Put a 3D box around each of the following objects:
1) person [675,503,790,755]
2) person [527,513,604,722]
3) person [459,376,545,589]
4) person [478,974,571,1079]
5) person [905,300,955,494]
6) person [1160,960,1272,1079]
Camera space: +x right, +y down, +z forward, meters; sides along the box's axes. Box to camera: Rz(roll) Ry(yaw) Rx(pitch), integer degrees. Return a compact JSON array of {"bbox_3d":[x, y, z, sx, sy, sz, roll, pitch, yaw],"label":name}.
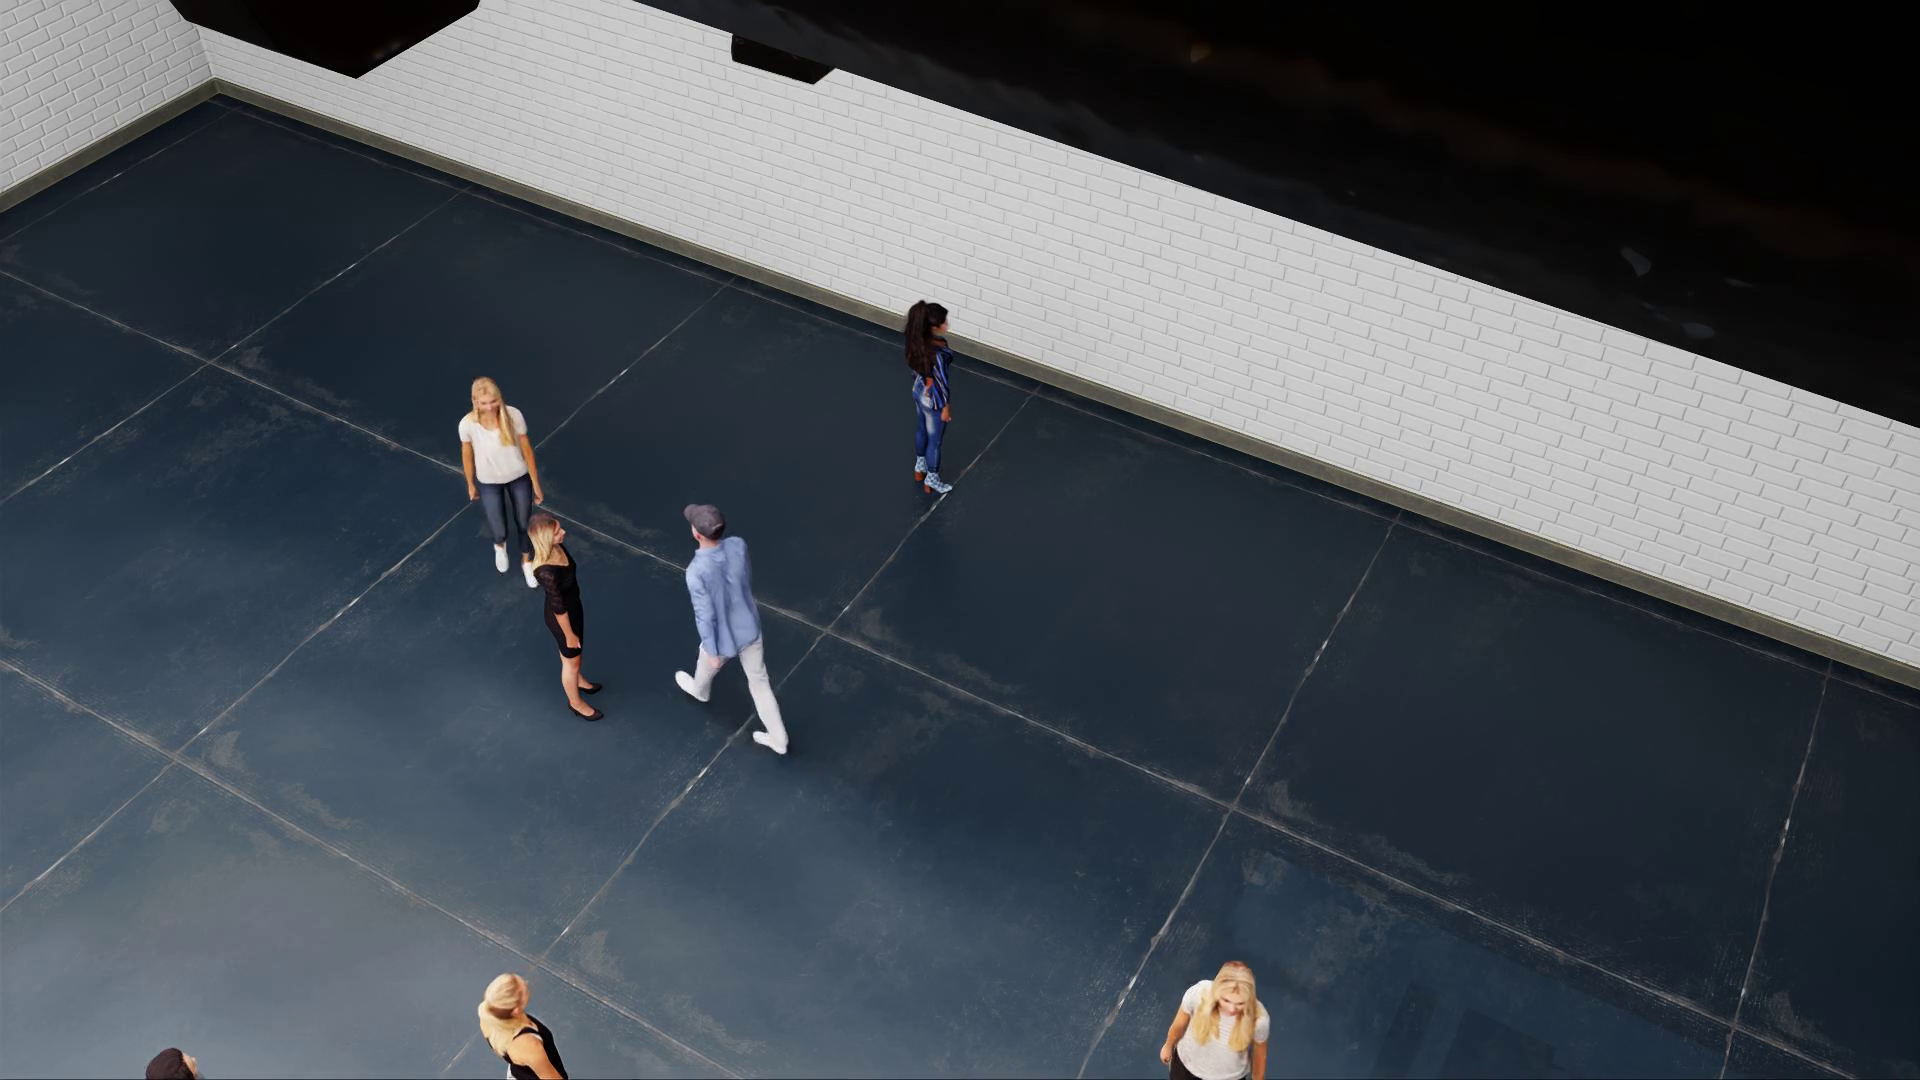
[{"bbox_3d":[-1.335,0.600,10.065,0.906,1.831,1.203,32,52,29],"label":"person"},{"bbox_3d":[-2.455,0.465,10.319,0.667,1.677,0.586,-7,44,-7],"label":"person"},{"bbox_3d":[-3.092,-0.444,11.187,0.799,1.795,0.855,-15,46,-16],"label":"person"},{"bbox_3d":[-2.014,2.607,7.948,0.628,1.844,0.592,28,50,27],"label":"person"},{"bbox_3d":[-0.201,-1.028,11.926,0.741,1.621,0.705,-16,46,-16],"label":"person"},{"bbox_3d":[1.231,2.472,8.115,0.755,1.809,0.791,8,44,8],"label":"person"}]
